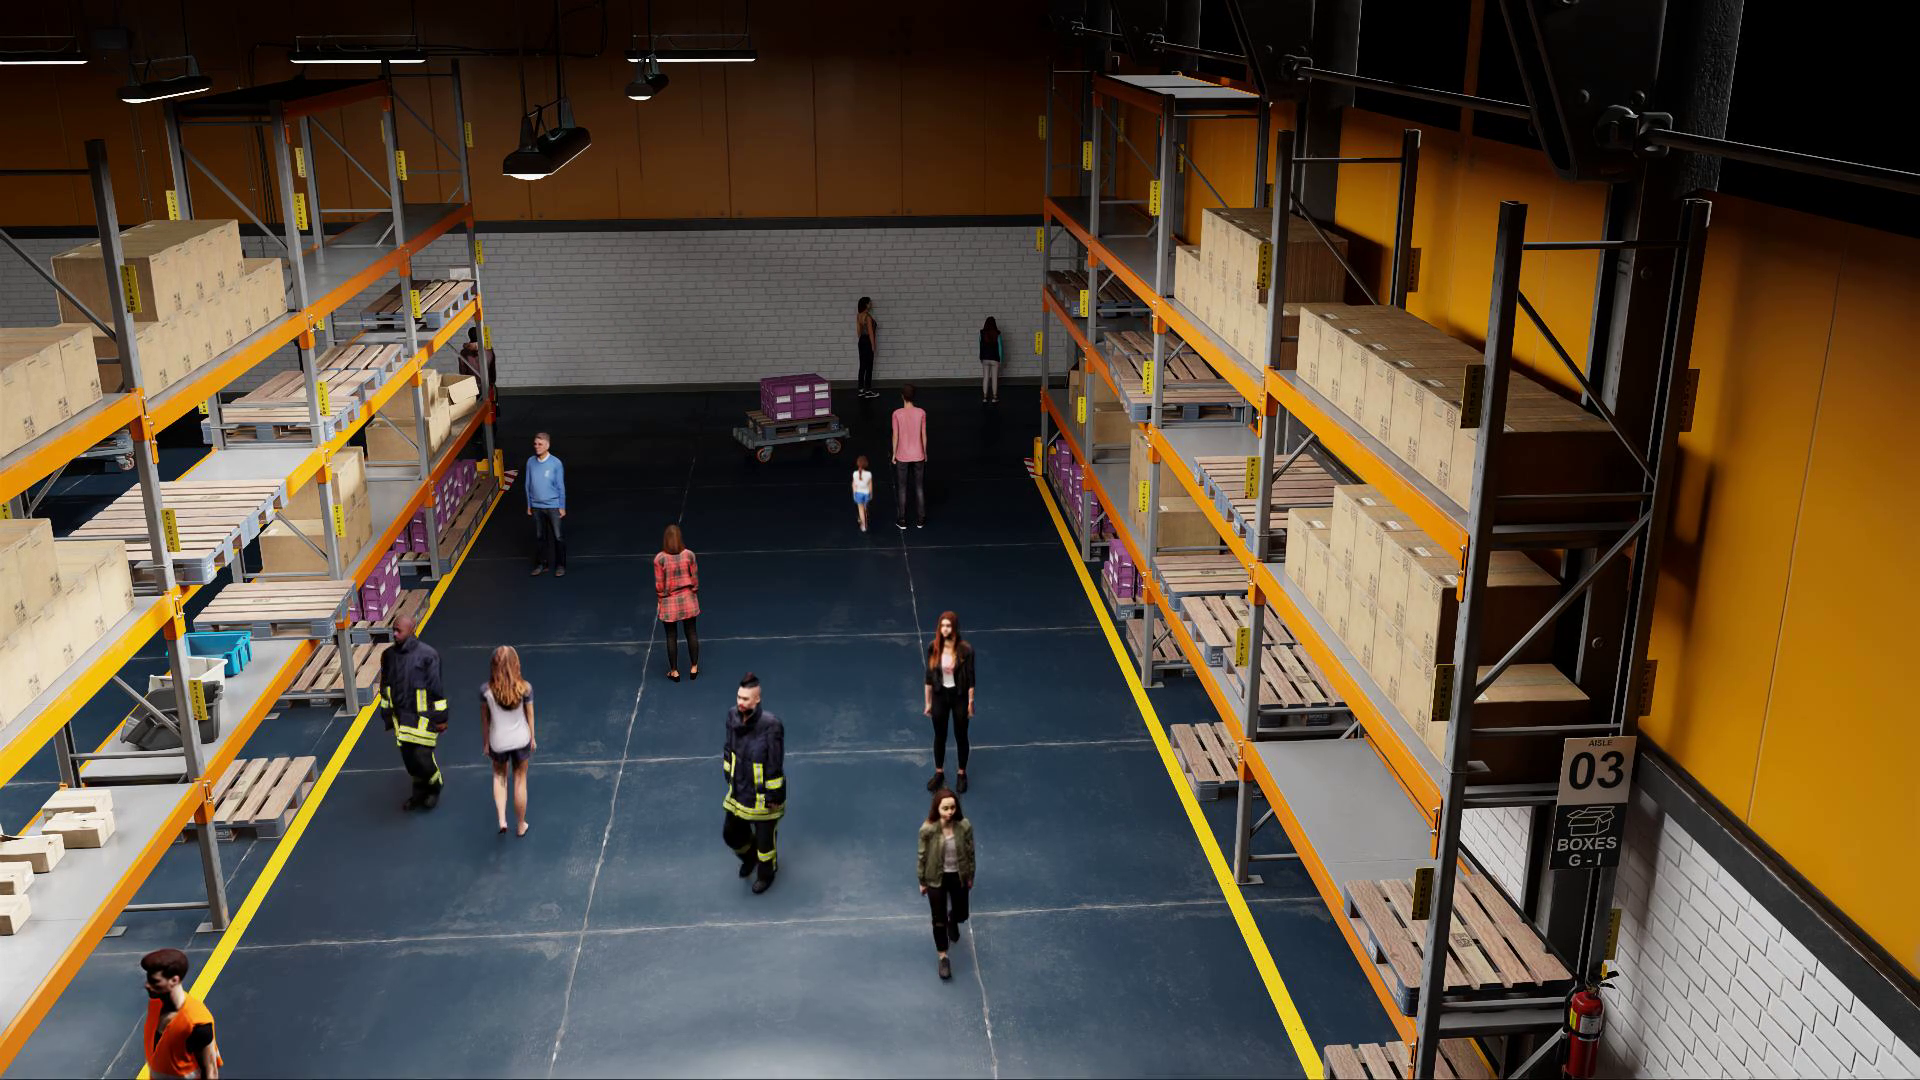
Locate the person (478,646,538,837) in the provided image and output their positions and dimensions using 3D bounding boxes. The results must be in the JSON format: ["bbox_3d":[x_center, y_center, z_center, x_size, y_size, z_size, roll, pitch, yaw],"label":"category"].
[{"bbox_3d":[-3.811,1.748,14.051,0.604,1.720,0.670,-3,19,-8],"label":"person"}]

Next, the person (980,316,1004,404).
[{"bbox_3d":[0.533,-3.153,28.947,0.664,1.501,0.698,6,20,18],"label":"person"}]

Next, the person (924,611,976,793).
[{"bbox_3d":[-0.079,1.434,14.998,0.670,1.711,0.633,4,19,12],"label":"person"}]

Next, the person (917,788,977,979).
[{"bbox_3d":[-0.109,2.476,12.290,0.614,1.465,0.796,-3,19,-8],"label":"person"}]

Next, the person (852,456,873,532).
[{"bbox_3d":[-1.305,-0.600,22.167,0.472,0.989,0.722,-4,19,-12],"label":"person"}]

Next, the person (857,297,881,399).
[{"bbox_3d":[-1.658,-3.409,29.286,0.747,1.770,0.636,-13,23,-34],"label":"person"}]

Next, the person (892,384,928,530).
[{"bbox_3d":[-0.668,-1.117,22.184,0.645,1.960,0.555,-3,19,-9],"label":"person"}]

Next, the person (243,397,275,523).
[{"bbox_3d":[-9.490,-1.101,22.467,0.686,1.748,0.717,10,21,28],"label":"person"}]

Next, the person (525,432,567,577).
[{"bbox_3d":[-5.079,-0.456,20.440,0.716,1.820,0.668,4,19,11],"label":"person"}]

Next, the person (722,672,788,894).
[{"bbox_3d":[-1.587,1.910,13.365,0.907,1.851,0.931,9,20,24],"label":"person"}]

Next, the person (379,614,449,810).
[{"bbox_3d":[-4.776,1.480,14.701,0.899,1.814,0.930,5,19,16],"label":"person"}]

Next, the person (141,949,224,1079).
[{"bbox_3d":[-4.424,3.172,9.557,0.794,1.889,0.836,12,22,32],"label":"person"}]

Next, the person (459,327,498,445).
[{"bbox_3d":[-7.614,-2.463,26.355,0.874,1.848,0.882,-13,23,-34],"label":"person"}]

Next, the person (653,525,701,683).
[{"bbox_3d":[-2.941,0.652,17.332,0.657,1.703,0.626,-6,20,-17],"label":"person"}]
